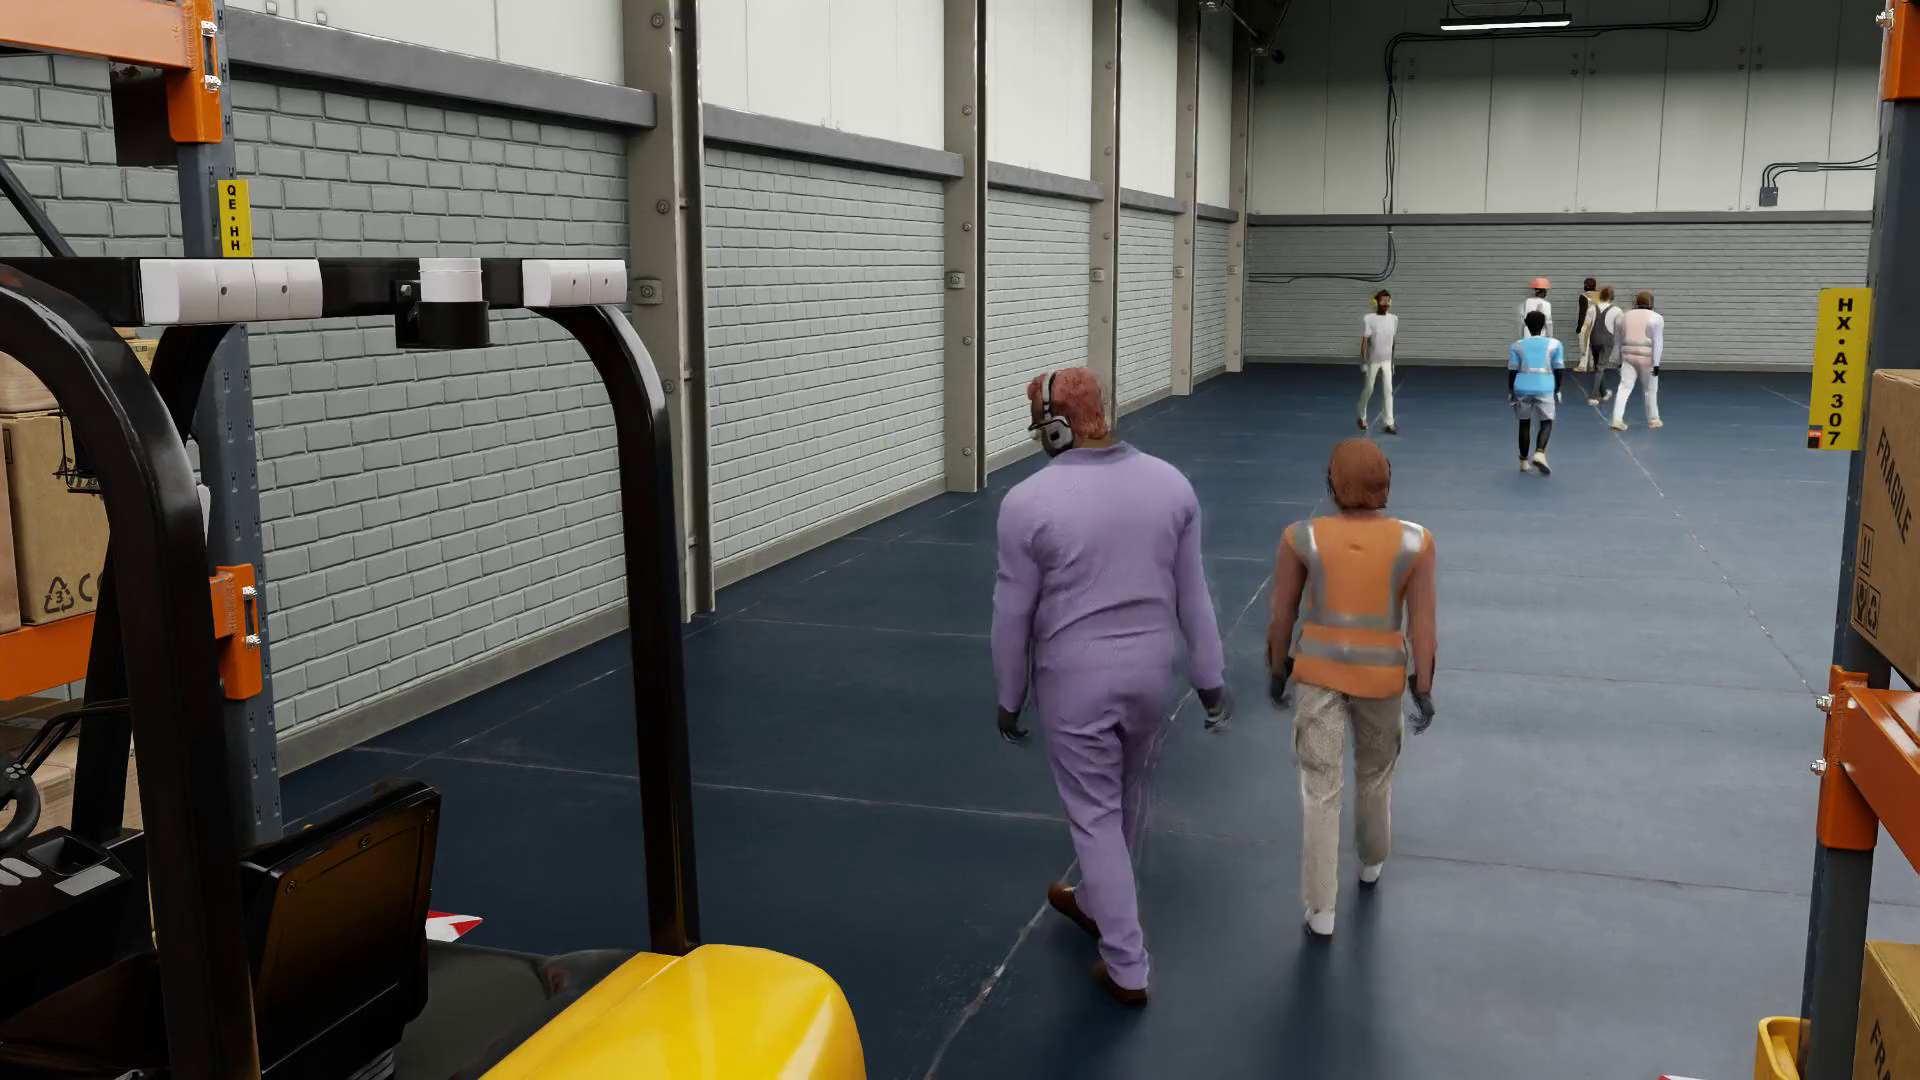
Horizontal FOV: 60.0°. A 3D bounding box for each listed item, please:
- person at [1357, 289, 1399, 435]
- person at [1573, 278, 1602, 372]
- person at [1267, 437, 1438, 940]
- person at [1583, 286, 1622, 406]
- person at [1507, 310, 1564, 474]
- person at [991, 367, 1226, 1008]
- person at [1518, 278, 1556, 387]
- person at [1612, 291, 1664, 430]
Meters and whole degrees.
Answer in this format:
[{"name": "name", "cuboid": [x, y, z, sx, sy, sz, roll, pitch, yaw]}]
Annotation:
[{"name": "person", "cuboid": [5.302, -2.269, 21.132, 0.541, 1.825, 0.989, -2, 10, -12]}, {"name": "person", "cuboid": [12.345, -4.231, 32.729, 0.634, 1.842, 0.429, -6, 11, -34]}, {"name": "person", "cuboid": [1.293, 0.458, 5.531, 0.539, 1.596, 0.781, 2, 10, 12]}, {"name": "person", "cuboid": [9.778, -2.943, 25.204, 0.533, 1.789, 0.972, 9, 13, 42]}, {"name": "person", "cuboid": [5.855, -1.508, 16.997, 0.546, 1.672, 0.571, 4, 11, 25]}, {"name": "person", "cuboid": [0.380, 0.408, 5.049, 0.718, 1.859, 0.854, -5, 11, -26]}, {"name": "person", "cuboid": [9.201, -3.184, 26.317, 0.960, 1.894, 0.573, -4, 10, -21]}, {"name": "person", "cuboid": [8.767, -2.309, 21.476, 0.976, 1.788, 0.636, -9, 13, -42]}]
